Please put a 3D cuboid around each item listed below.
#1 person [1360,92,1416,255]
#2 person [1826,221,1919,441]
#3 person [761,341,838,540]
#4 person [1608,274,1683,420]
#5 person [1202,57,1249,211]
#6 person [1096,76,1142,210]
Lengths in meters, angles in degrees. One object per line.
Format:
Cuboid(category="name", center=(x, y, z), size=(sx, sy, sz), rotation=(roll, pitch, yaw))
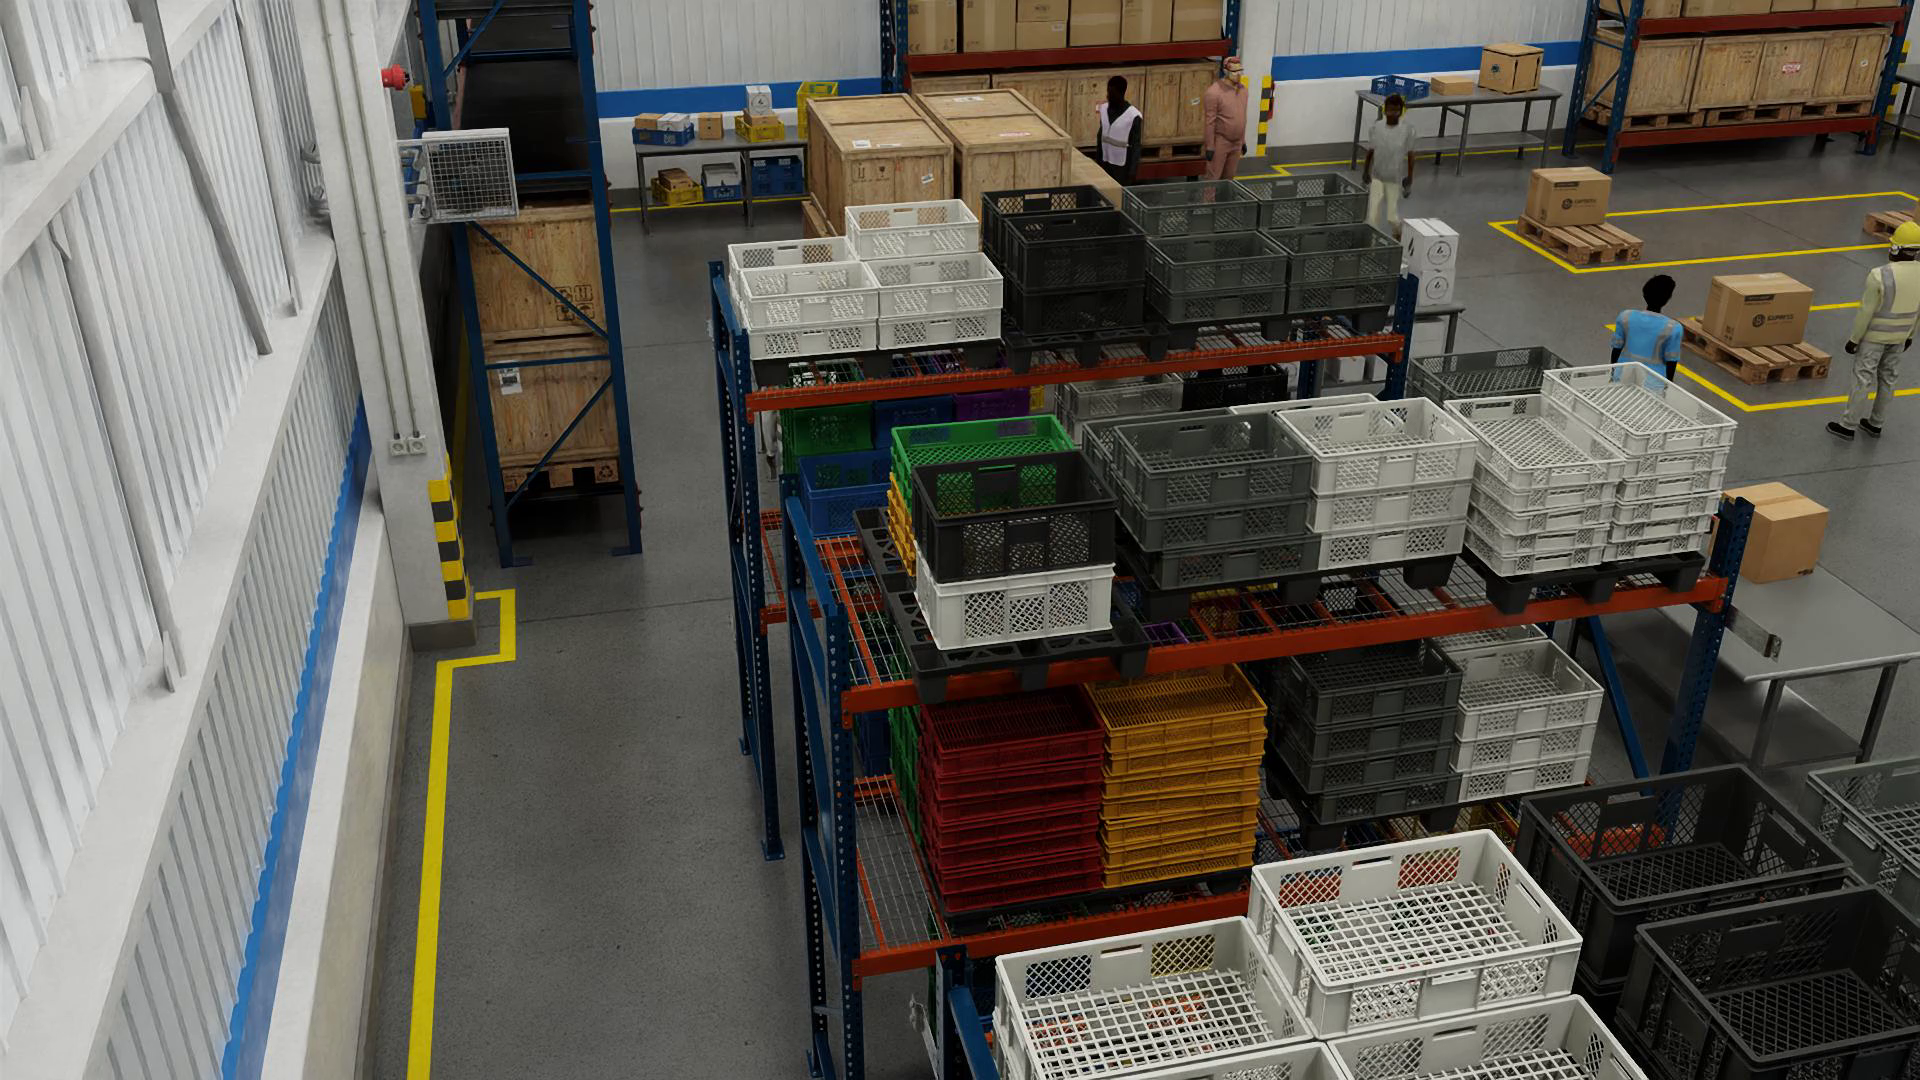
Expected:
Cuboid(category="person", center=(4.535, -3.838, 17.625), size=(0.545, 1.851, 0.656), rotation=(14, 31, 24))
Cuboid(category="person", center=(7.528, -1.696, 13.572), size=(0.590, 1.833, 0.403), rotation=(-5, 28, -9))
Cuboid(category="person", center=(-1.062, -0.629, 11.492), size=(0.587, 1.882, 0.342), rotation=(3, 28, 6))
Cuboid(category="person", center=(5.237, -1.219, 12.809), size=(0.322, 1.697, 0.531), rotation=(-24, 36, -38))
Cuboid(category="person", center=(3.016, -4.486, 18.786), size=(0.639, 1.910, 0.407), rotation=(-21, 34, -34))
Cuboid(category="person", center=(1.704, -4.048, 17.945), size=(0.369, 1.915, 0.597), rotation=(-21, 34, -34))
